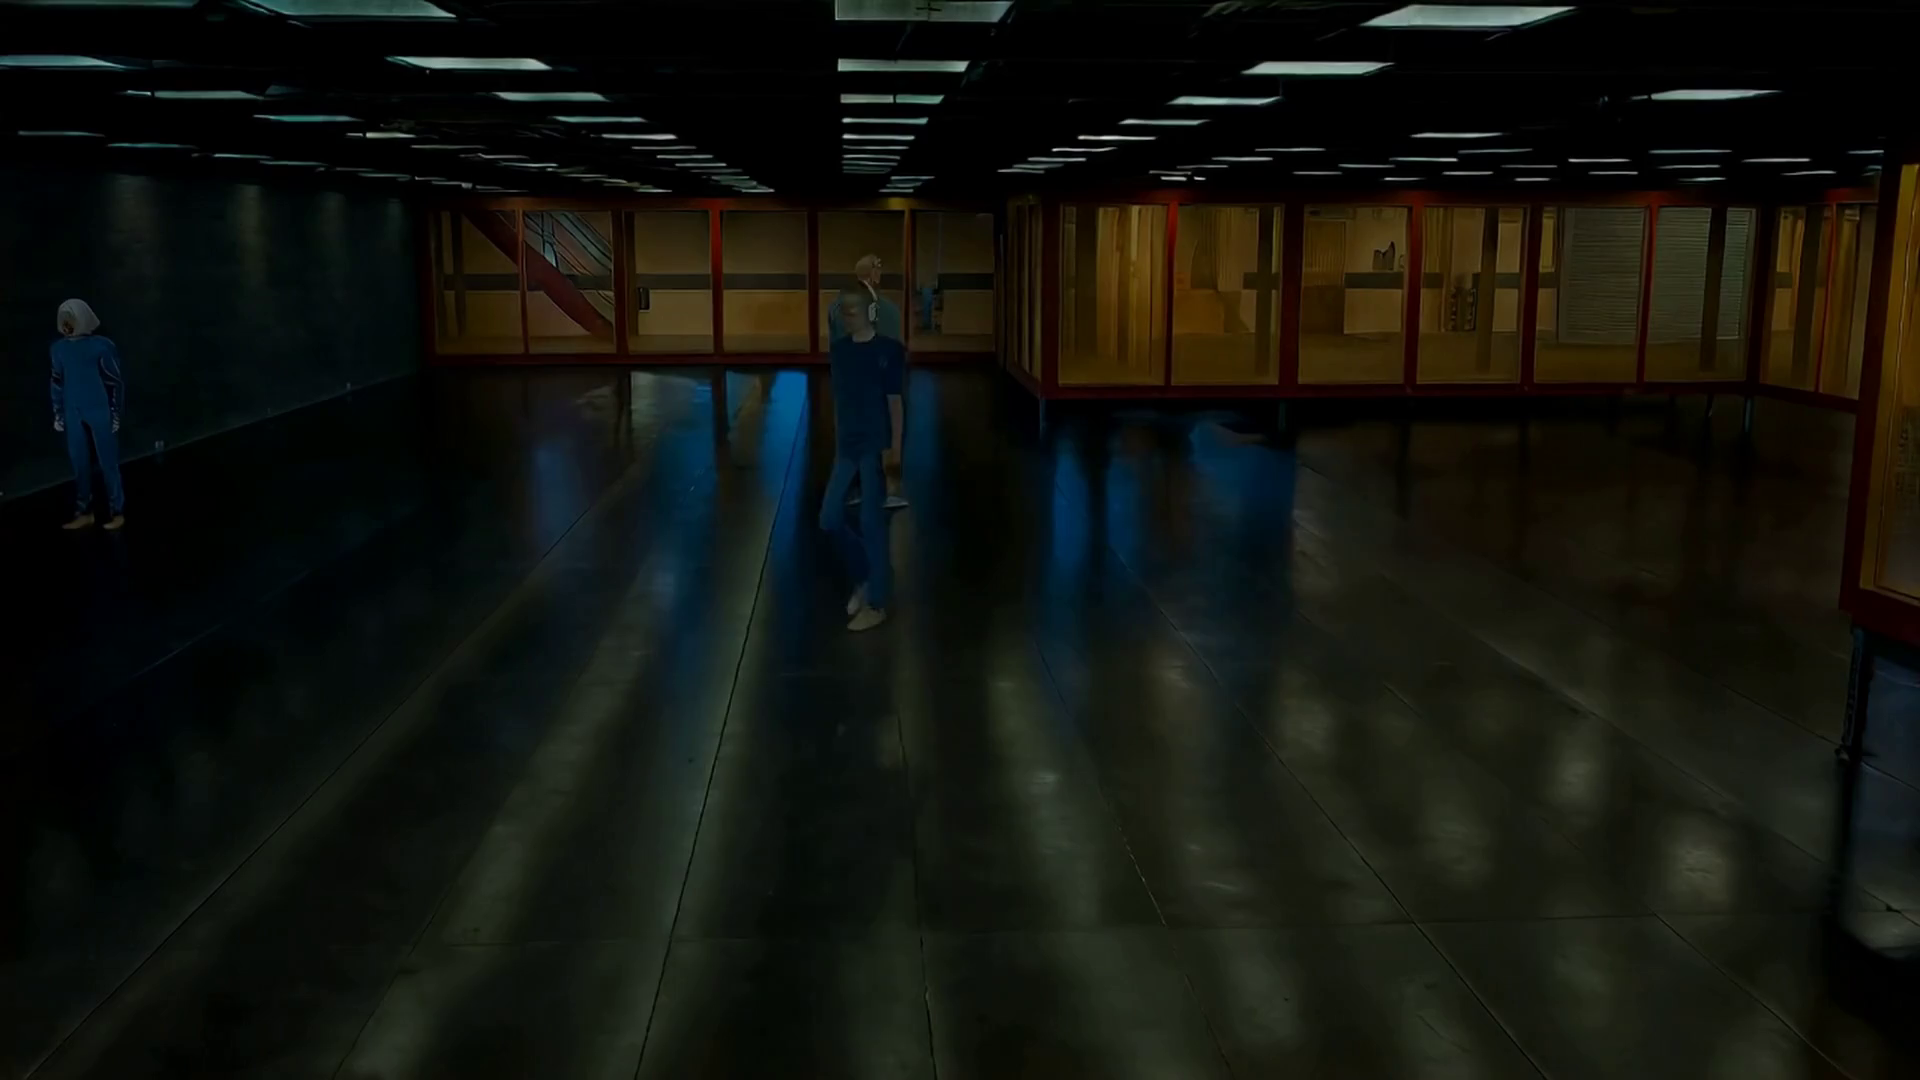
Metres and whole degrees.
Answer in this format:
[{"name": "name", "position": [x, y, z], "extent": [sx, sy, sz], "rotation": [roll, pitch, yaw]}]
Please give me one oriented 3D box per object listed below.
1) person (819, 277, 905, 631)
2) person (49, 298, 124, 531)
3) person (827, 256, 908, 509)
[{"name": "person", "position": [-0.502, -0.441, 8.729], "extent": [0.517, 1.858, 0.402], "rotation": [6, 12, 29]}, {"name": "person", "position": [-6.105, -0.873, 11.633], "extent": [0.507, 1.631, 0.266], "rotation": [1, 11, 7]}, {"name": "person", "position": [-0.678, -1.184, 12.591], "extent": [0.638, 1.902, 0.406], "rotation": [6, 12, 31]}]
